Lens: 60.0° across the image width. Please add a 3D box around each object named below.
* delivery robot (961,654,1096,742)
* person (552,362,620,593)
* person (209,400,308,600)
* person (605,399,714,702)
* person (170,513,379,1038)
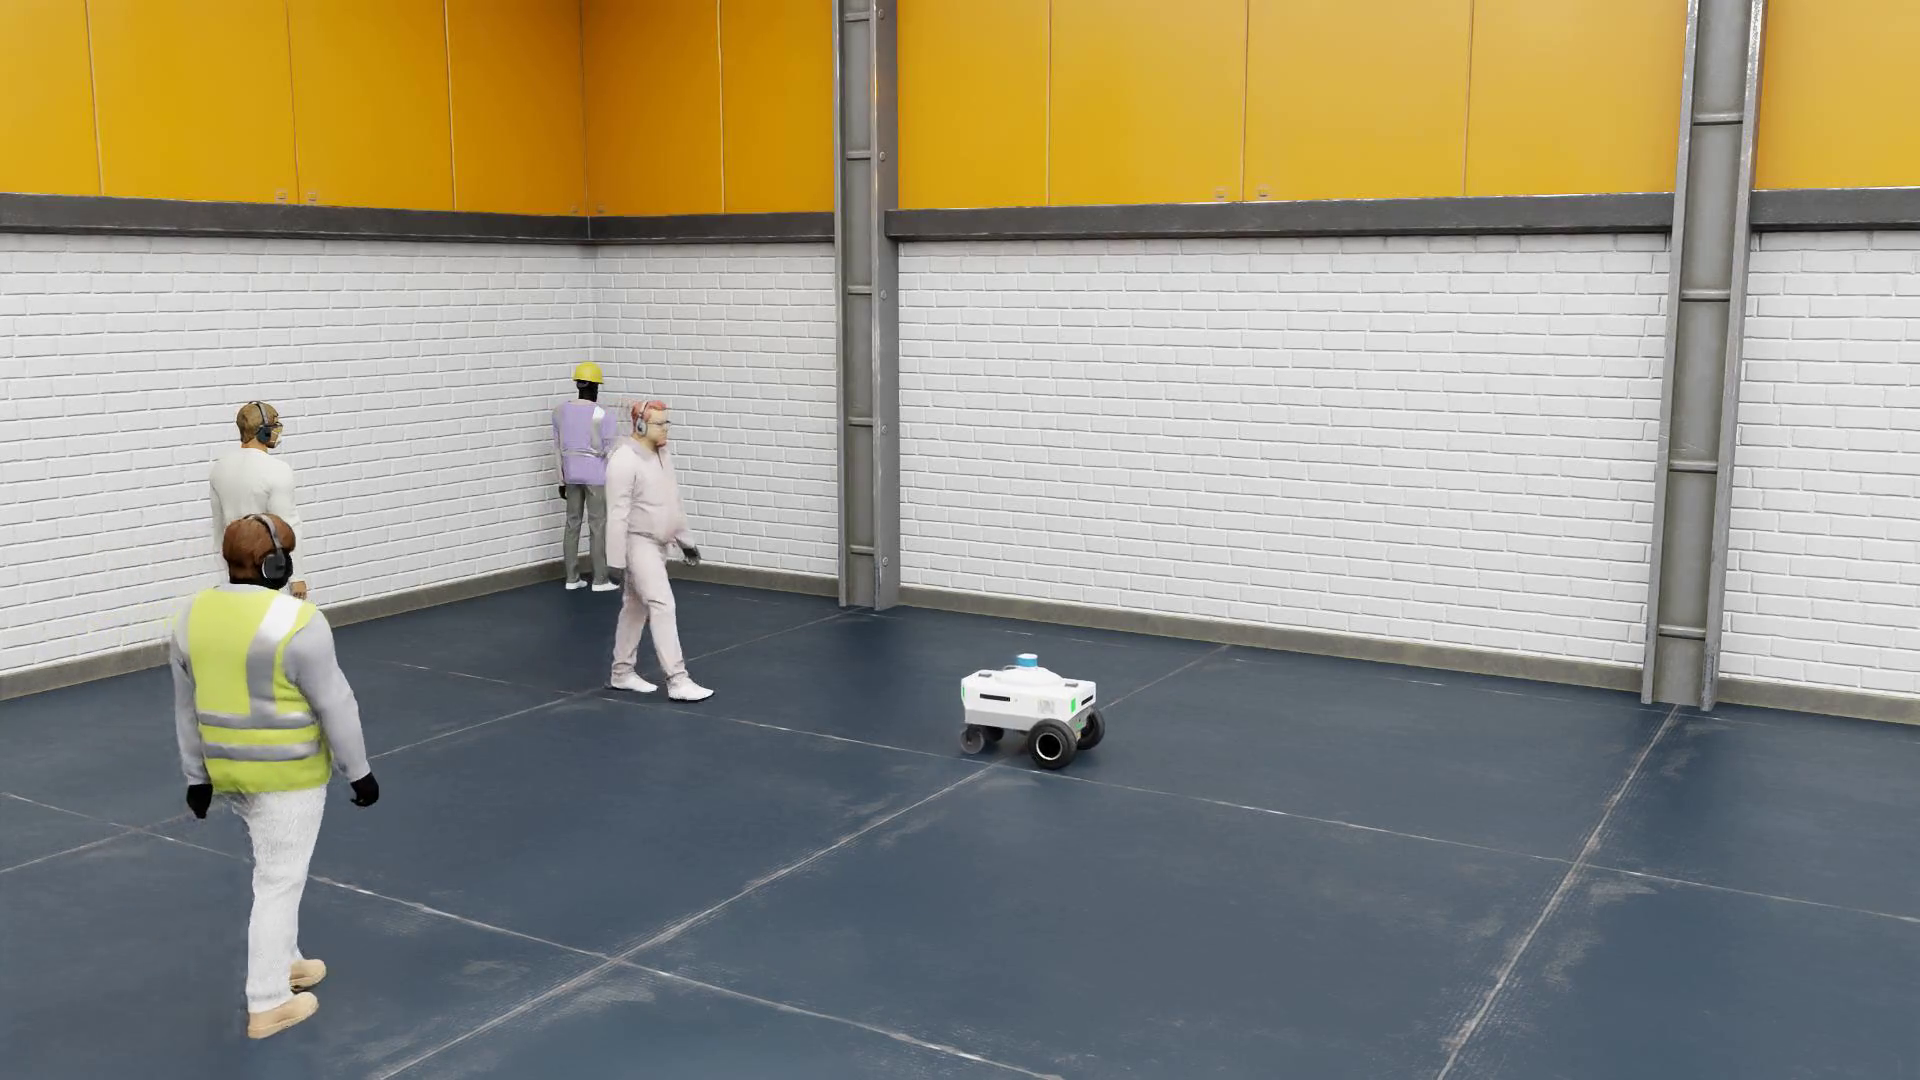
[{"bbox_3d":[0.370,0.870,9.125,0.707,0.478,0.477,4,10,26],"label":"delivery robot"},{"bbox_3d":[-3.092,-0.518,13.845,0.584,1.919,0.390,3,10,17],"label":"person"},{"bbox_3d":[-3.938,0.179,9.420,0.636,1.938,0.358,5,10,29],"label":"person"},{"bbox_3d":[-1.842,0.069,10.336,0.890,1.872,0.668,2,9,11],"label":"person"},{"bbox_3d":[-2.363,0.804,5.891,0.631,1.822,0.643,5,10,27],"label":"person"}]
